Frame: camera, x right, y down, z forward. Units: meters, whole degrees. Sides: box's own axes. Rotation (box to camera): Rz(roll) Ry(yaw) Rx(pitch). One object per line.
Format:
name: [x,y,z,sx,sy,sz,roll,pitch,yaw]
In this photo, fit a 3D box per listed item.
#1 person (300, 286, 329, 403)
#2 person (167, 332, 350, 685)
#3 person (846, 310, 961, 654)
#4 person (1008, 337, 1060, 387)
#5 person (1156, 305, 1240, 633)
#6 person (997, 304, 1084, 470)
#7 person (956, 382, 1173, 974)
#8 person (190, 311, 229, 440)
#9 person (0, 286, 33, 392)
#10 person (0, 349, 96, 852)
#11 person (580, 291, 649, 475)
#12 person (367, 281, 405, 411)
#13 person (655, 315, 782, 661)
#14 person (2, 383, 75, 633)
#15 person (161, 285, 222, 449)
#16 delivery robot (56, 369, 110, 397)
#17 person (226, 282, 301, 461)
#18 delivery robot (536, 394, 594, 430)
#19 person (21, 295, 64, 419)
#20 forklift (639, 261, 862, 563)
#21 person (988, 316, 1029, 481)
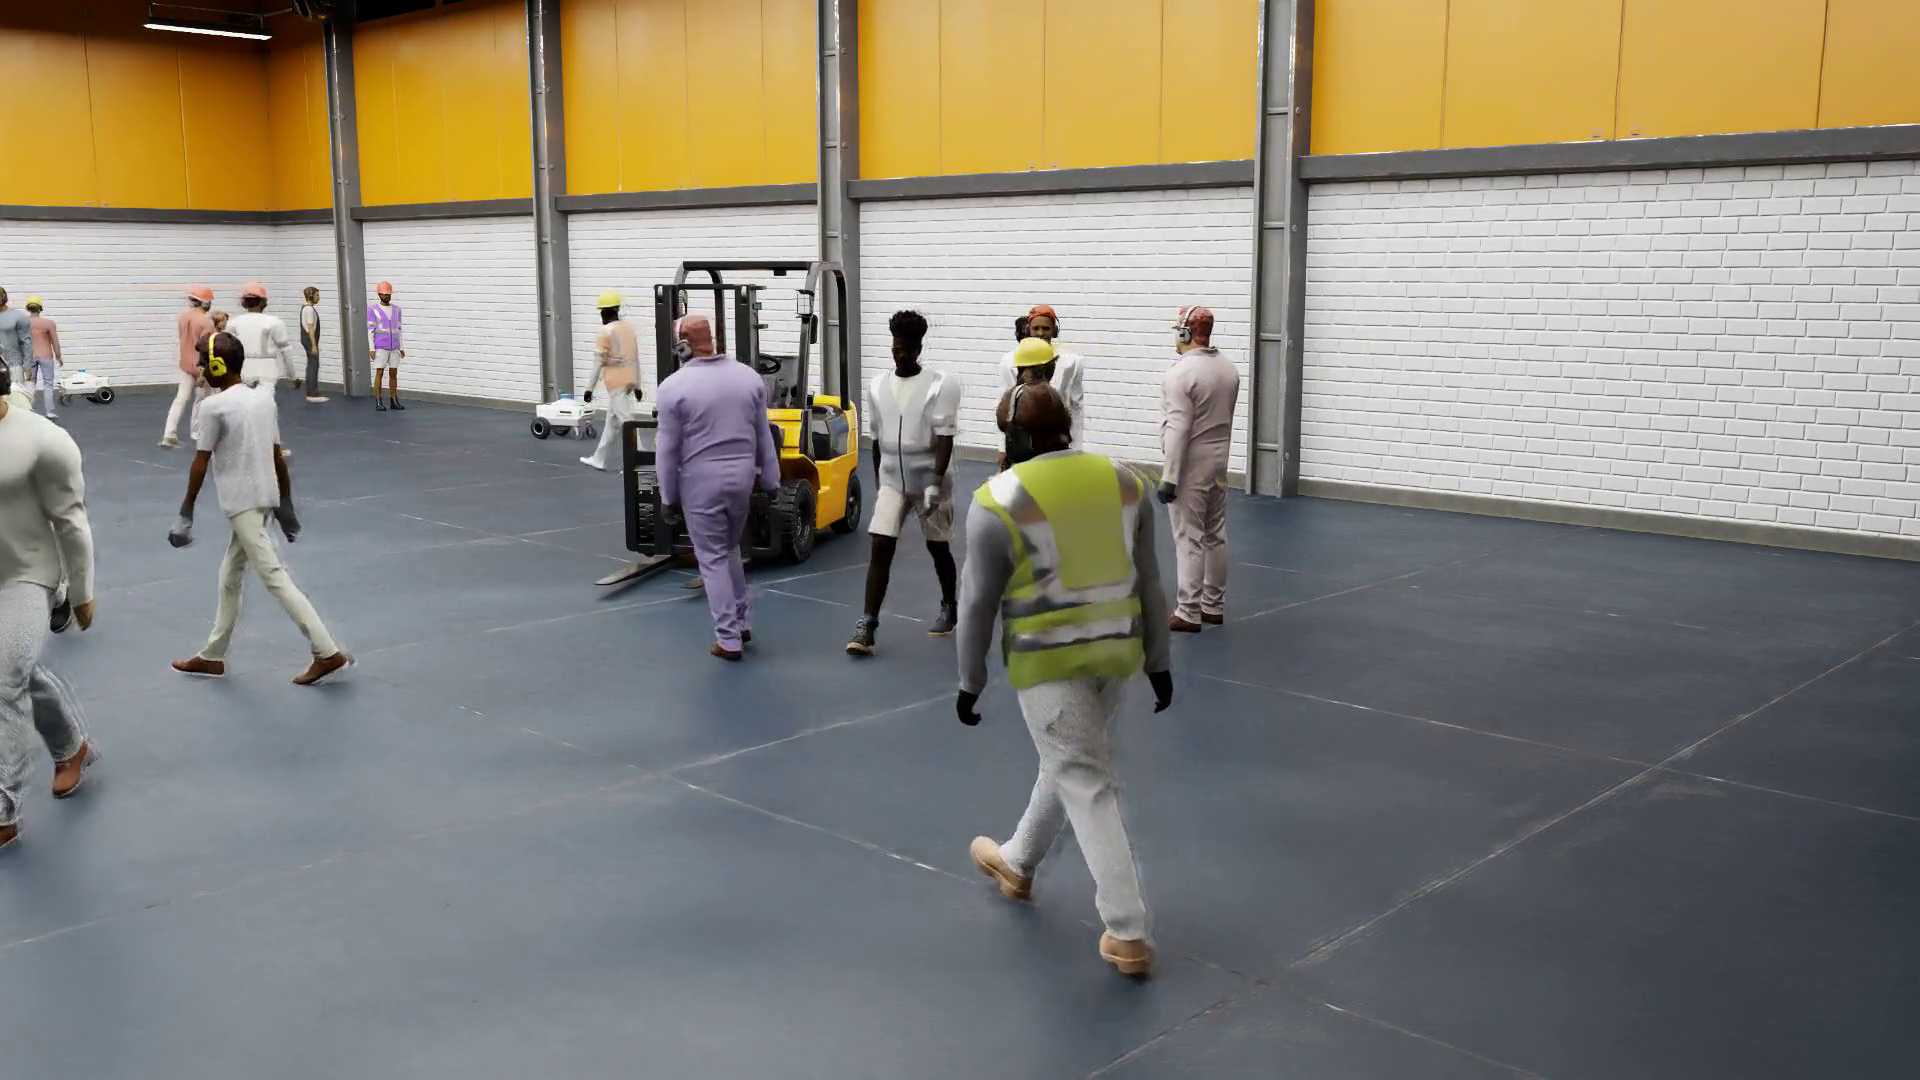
person: [-10.311,-3.108,26.470,0.332,1.843,0.521,-5,10,-27]
person: [-3.622,-0.150,8.484,1.015,1.809,0.535,2,9,9]
person: [-0.273,-0.330,9.306,0.593,1.903,1.004,4,10,22]
person: [0.435,-0.235,9.166,0.572,1.745,0.555,1,9,4]
person: [1.357,-0.415,9.762,0.402,1.911,0.638,8,12,40]
person: [0.542,-0.639,11.204,0.584,1.883,0.337,0,9,0]
person: [0.310,0.398,5.231,0.631,1.759,1.029,-6,11,-32]
person: [-9.217,-2.035,20.641,0.802,1.591,0.598,2,10,14]
person: [-11.290,-2.044,19.656,0.635,1.937,0.353,-1,9,-3]
person: [-3.580,0.160,6.309,0.618,1.896,1.015,1,9,4]
person: [-3.618,-1.612,17.151,0.945,1.879,0.610,3,10,19]
person: [-8.574,-2.900,24.912,0.375,1.935,0.551,9,13,43]
person: [-1.371,-0.284,9.088,0.702,1.871,0.645,-7,12,-38]
person: [-5.387,-0.287,9.286,0.597,1.812,0.712,3,10,15]
person: [-9.065,-2.054,19.751,0.619,1.936,1.072,4,10,23]
delivery robot: [-13.724,-2.438,26.017,0.477,0.478,0.707,9,13,43]
person: [-7.430,-1.729,17.639,0.616,1.984,1.096,1,9,8]
delivery robot: [-4.927,-1.583,20.777,0.707,0.478,0.477,4,10,22]
person: [-12.945,-2.566,23.408,0.545,1.762,0.416,-2,9,-11]
forklift: [-1.552,-1.040,12.721,1.214,2.155,2.313,2,9,11]
person: [0.651,-1.349,16.230,0.534,1.664,0.749,-9,13,-44]
